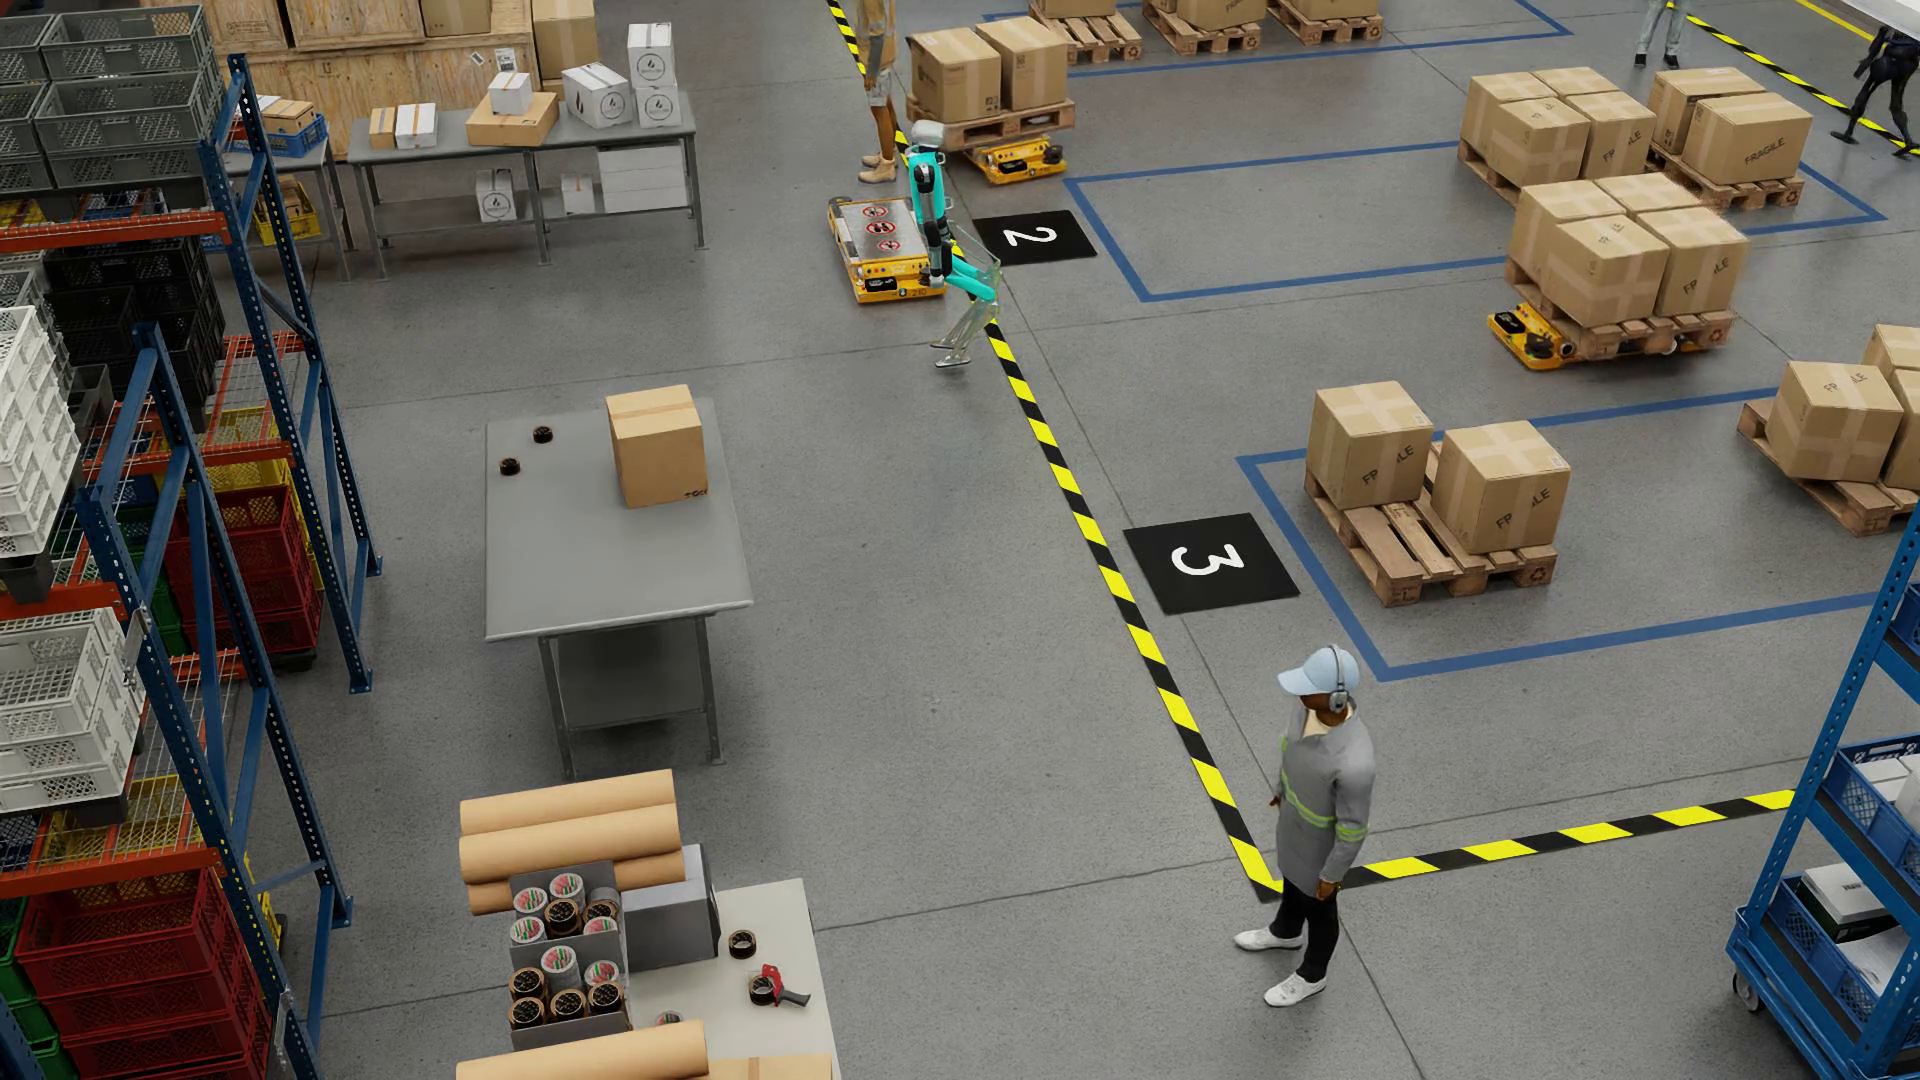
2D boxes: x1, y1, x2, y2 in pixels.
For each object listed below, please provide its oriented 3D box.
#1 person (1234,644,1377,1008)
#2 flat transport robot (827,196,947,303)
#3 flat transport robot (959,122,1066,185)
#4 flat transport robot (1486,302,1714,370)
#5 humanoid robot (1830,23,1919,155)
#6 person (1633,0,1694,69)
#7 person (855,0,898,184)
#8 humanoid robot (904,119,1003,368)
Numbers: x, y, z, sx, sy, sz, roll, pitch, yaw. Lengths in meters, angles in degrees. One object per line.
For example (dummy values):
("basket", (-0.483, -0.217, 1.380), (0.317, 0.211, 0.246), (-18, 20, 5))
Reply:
("person", (1.388, 1.151, 6.681), (0.401, 1.851, 0.590), (-7, 37, -9))
("flat transport robot", (-0.570, -2.220, 12.538), (0.659, 0.231, 1.431), (-8, 37, -10))
("flat transport robot", (0.279, -3.439, 14.152), (0.652, 0.197, 1.431), (-16, 40, -21))
("flat transport robot", (4.474, -1.502, 11.549), (1.431, 0.197, 0.652), (-8, 37, -10))
("humanoid robot", (7.806, -4.006, 13.787), (0.600, 1.641, 0.722), (-15, 39, -19))
("person", (6.638, -5.252, 15.302), (0.599, 1.829, 0.404), (3, 37, 4))
("person", (-0.696, -3.843, 13.243), (0.402, 2.031, 0.609), (4, 37, 5))
("humanoid robot", (0.021, -1.911, 10.779), (0.735, 1.677, 0.533), (-2, 37, -2))
